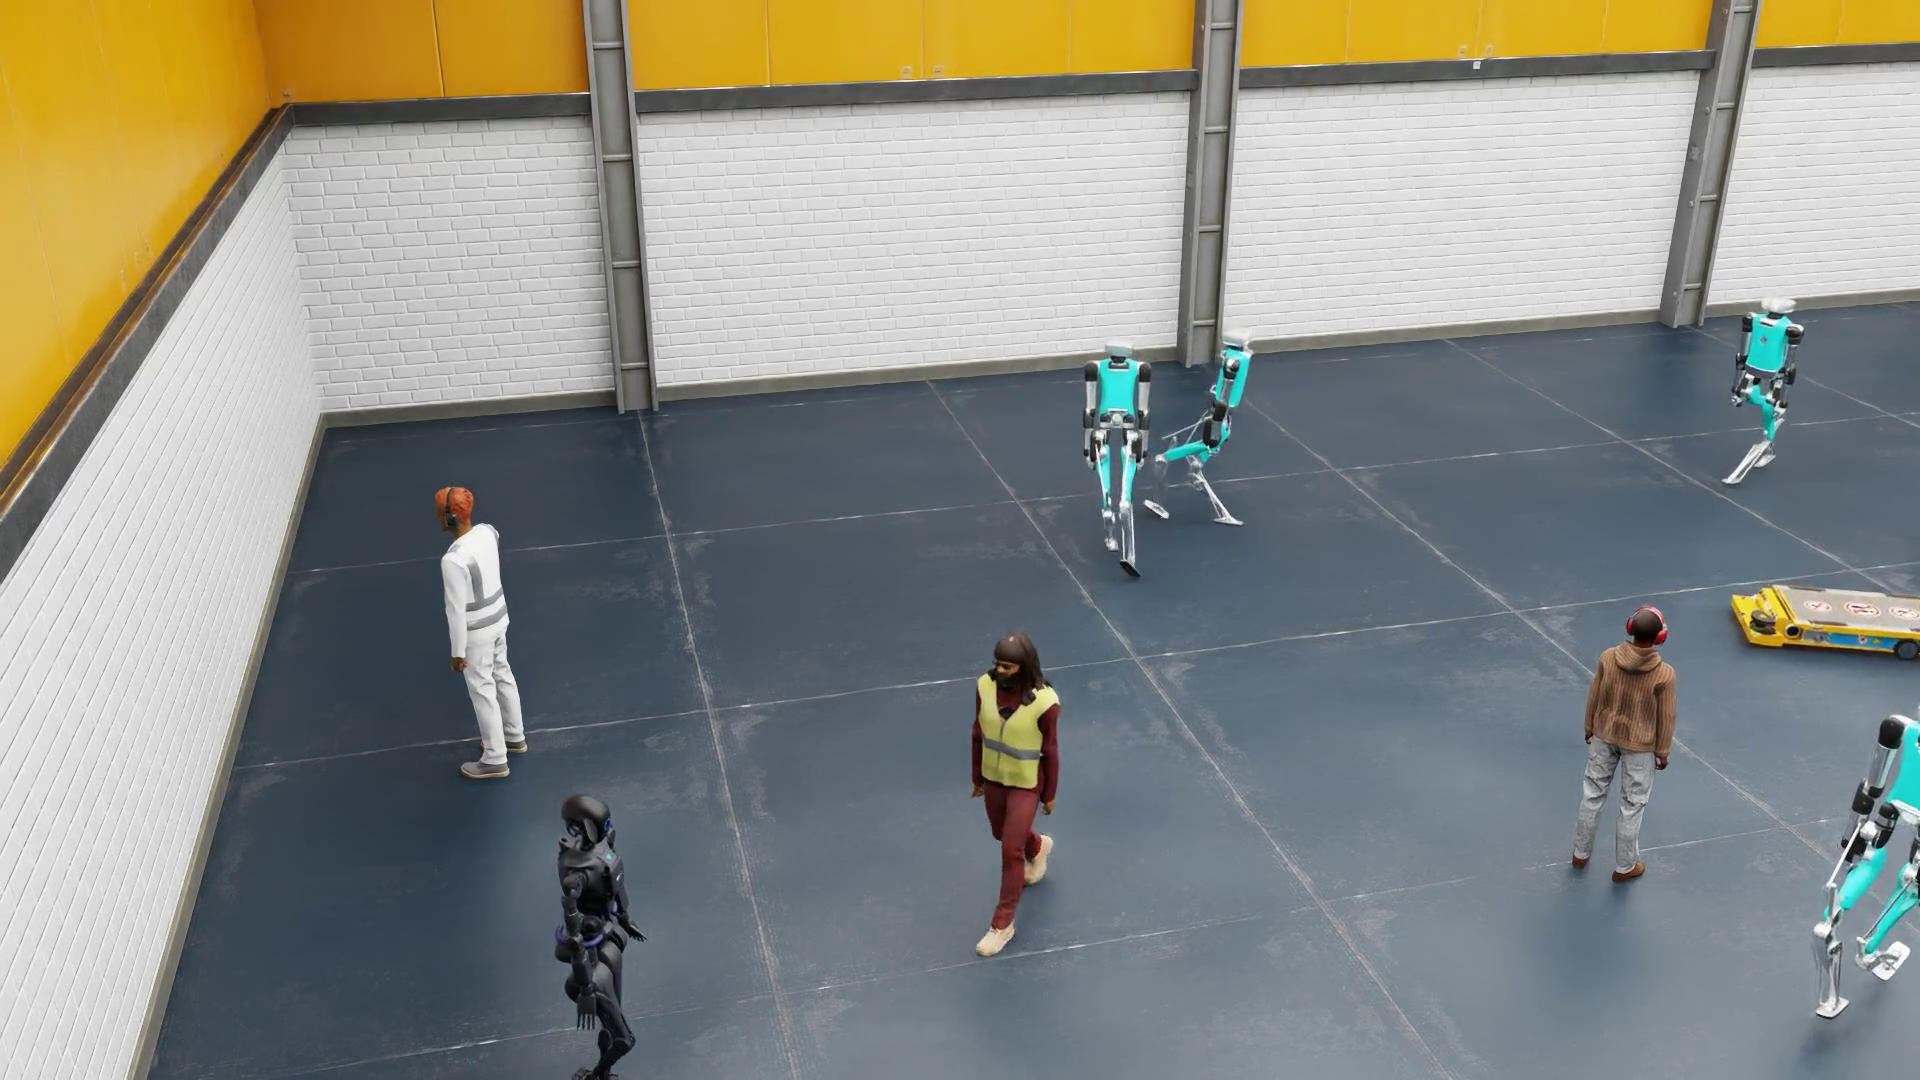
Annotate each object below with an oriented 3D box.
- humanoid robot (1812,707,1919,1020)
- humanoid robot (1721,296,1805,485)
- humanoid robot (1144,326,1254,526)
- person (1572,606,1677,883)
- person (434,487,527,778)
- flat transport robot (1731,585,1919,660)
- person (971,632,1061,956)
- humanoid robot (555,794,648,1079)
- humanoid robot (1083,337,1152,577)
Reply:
[{"bbox_3d":[4.429,1.602,7.950,1.061,1.750,0.562,-20,31,-38],"label":"humanoid robot"},{"bbox_3d":[7.134,-1.312,14.571,1.040,1.757,0.546,-16,28,-32],"label":"humanoid robot"},{"bbox_3d":[1.880,-0.937,13.712,0.979,1.763,0.547,9,25,19],"label":"humanoid robot"},{"bbox_3d":[3.635,1.118,9.100,0.470,1.651,0.330,19,30,36],"label":"person"},{"bbox_3d":[-2.931,0.553,10.116,0.352,1.876,0.572,4,24,8],"label":"person"},{"bbox_3d":[6.408,0.595,12.009,1.431,0.231,0.659,5,24,10],"label":"flat transport robot"},{"bbox_3d":[0.306,1.237,8.729,0.478,1.744,0.832,14,27,29],"label":"person"},{"bbox_3d":[-1.608,1.834,7.454,0.338,1.650,0.608,3,24,7],"label":"humanoid robot"},{"bbox_3d":[1.218,-0.611,12.922,0.531,1.737,1.051,1,24,3],"label":"humanoid robot"}]
